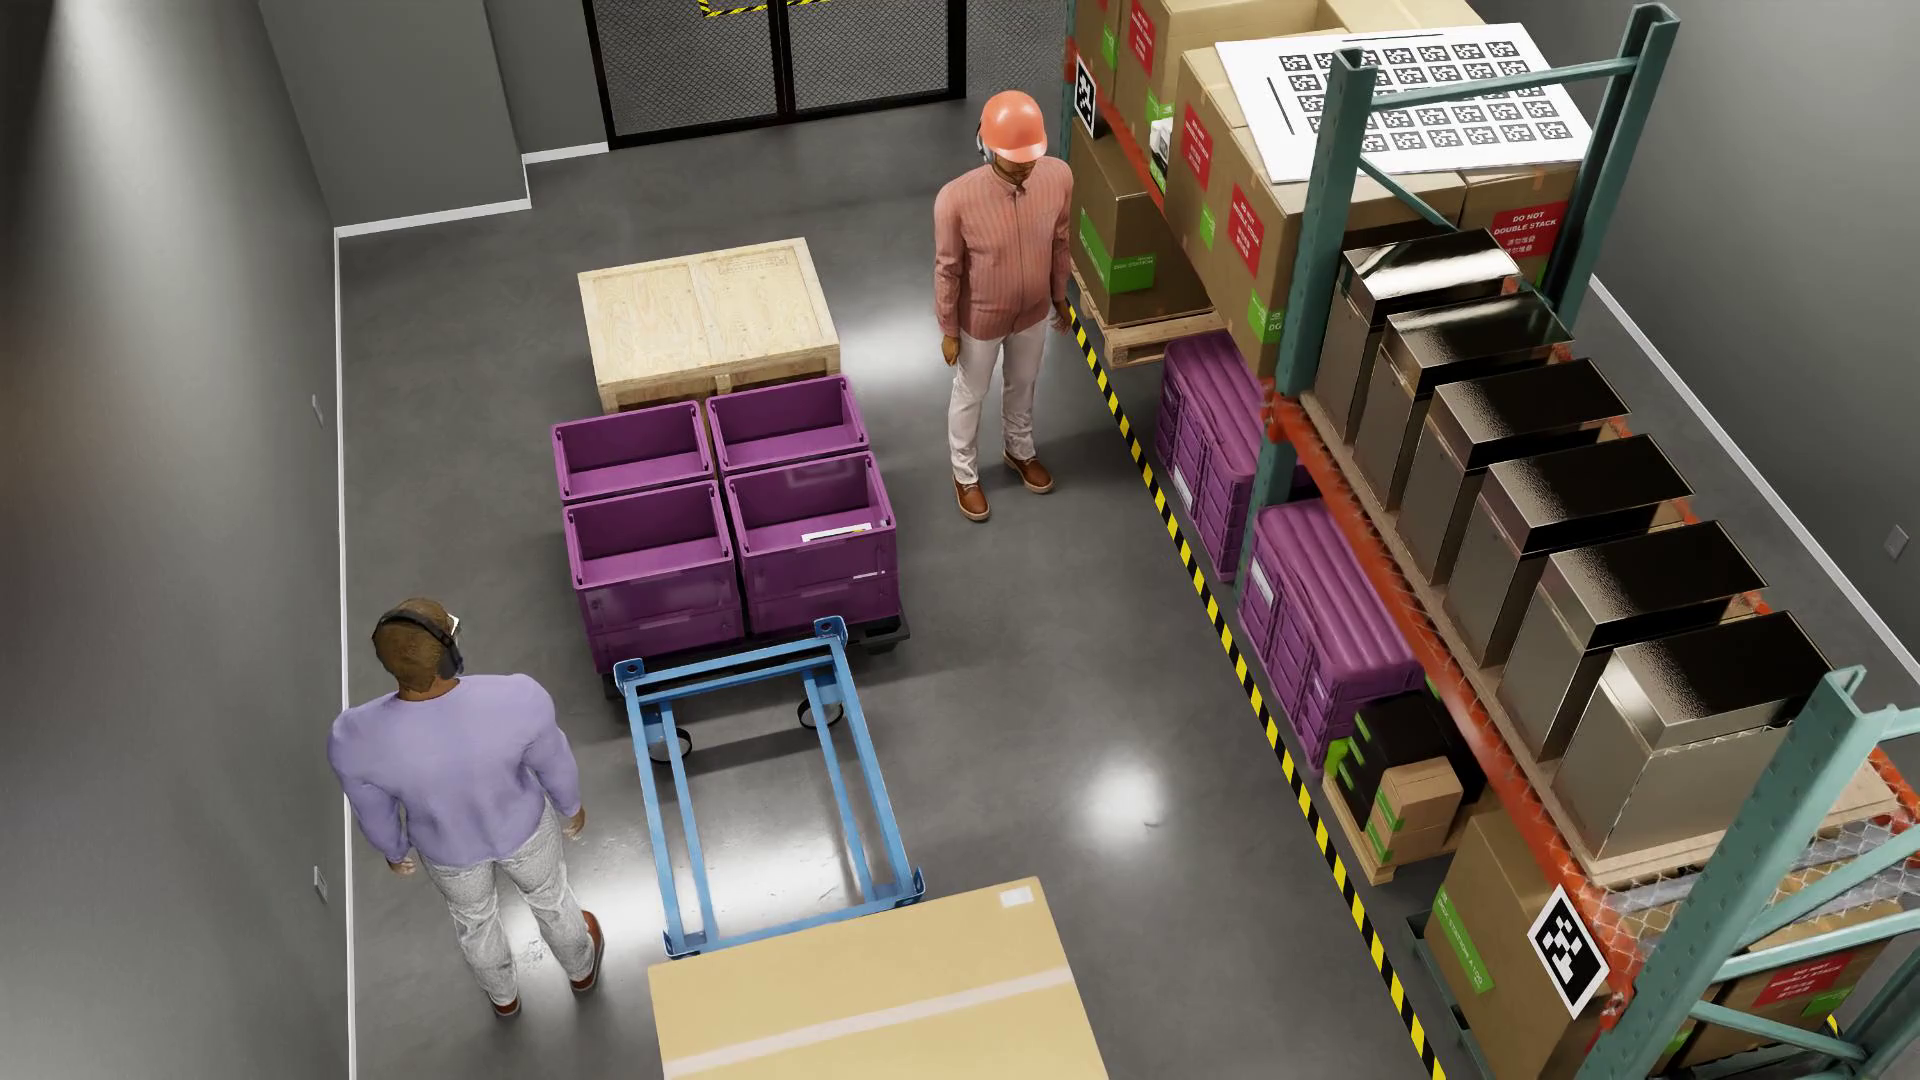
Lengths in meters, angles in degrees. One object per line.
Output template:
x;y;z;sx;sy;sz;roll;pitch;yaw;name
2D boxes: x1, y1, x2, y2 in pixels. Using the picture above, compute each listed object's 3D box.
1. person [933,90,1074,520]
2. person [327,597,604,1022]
0.183;-0.928;6.700;0.609;1.995;0.378;-22;51;-19;person
-1.464;0.866;5.091;0.638;1.936;0.356;-13;49;-12;person
